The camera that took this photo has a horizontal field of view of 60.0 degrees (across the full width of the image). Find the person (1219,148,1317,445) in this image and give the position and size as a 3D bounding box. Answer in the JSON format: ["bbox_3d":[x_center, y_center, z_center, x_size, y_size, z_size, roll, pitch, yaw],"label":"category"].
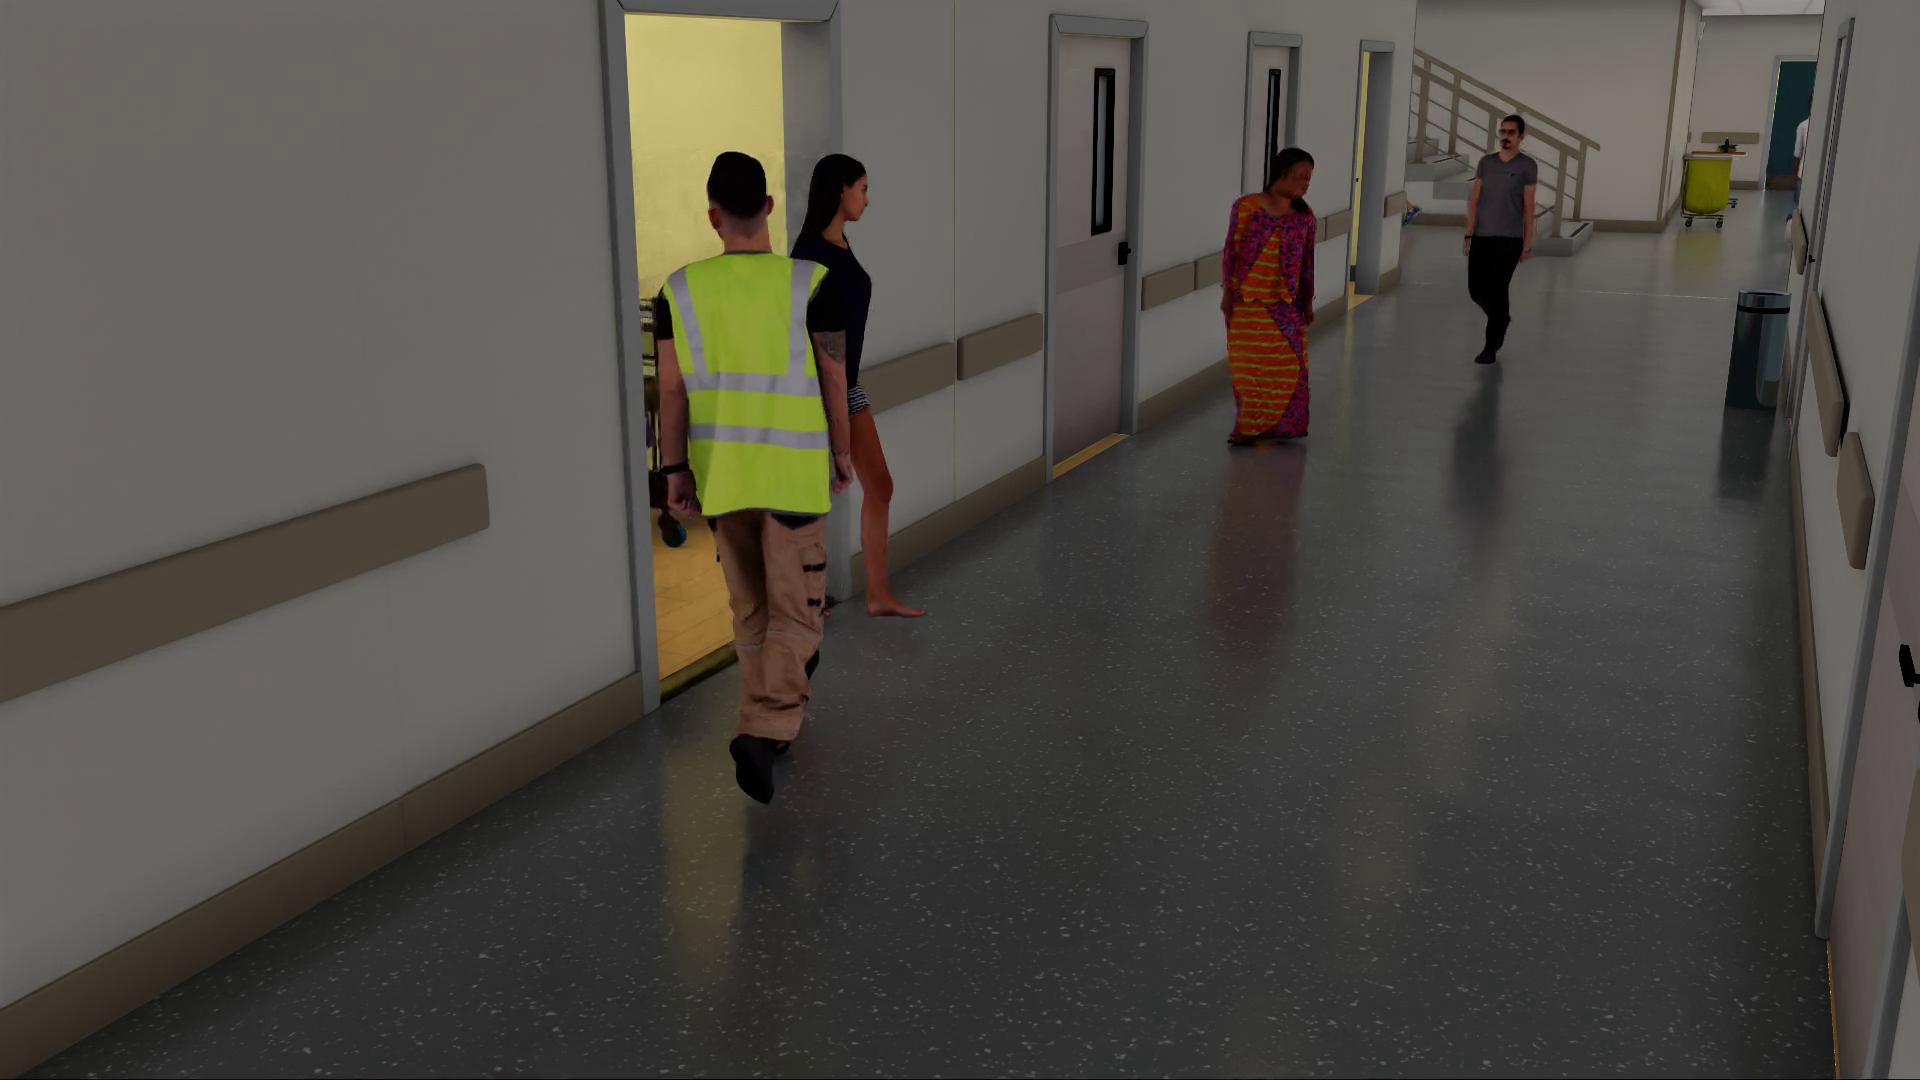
[{"bbox_3d":[1.694,-1.362,9.295,0.788,1.660,0.897,4,16,14],"label":"person"}]

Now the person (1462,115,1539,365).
[{"bbox_3d":[3.904,-2.158,11.994,1.065,1.730,0.899,14,21,41],"label":"person"}]

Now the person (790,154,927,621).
[{"bbox_3d":[-0.589,-0.531,6.208,0.845,1.737,0.663,7,17,23],"label":"person"}]

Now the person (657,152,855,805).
[{"bbox_3d":[-0.567,-0.139,4.690,1.109,1.806,0.939,3,16,10],"label":"person"}]
